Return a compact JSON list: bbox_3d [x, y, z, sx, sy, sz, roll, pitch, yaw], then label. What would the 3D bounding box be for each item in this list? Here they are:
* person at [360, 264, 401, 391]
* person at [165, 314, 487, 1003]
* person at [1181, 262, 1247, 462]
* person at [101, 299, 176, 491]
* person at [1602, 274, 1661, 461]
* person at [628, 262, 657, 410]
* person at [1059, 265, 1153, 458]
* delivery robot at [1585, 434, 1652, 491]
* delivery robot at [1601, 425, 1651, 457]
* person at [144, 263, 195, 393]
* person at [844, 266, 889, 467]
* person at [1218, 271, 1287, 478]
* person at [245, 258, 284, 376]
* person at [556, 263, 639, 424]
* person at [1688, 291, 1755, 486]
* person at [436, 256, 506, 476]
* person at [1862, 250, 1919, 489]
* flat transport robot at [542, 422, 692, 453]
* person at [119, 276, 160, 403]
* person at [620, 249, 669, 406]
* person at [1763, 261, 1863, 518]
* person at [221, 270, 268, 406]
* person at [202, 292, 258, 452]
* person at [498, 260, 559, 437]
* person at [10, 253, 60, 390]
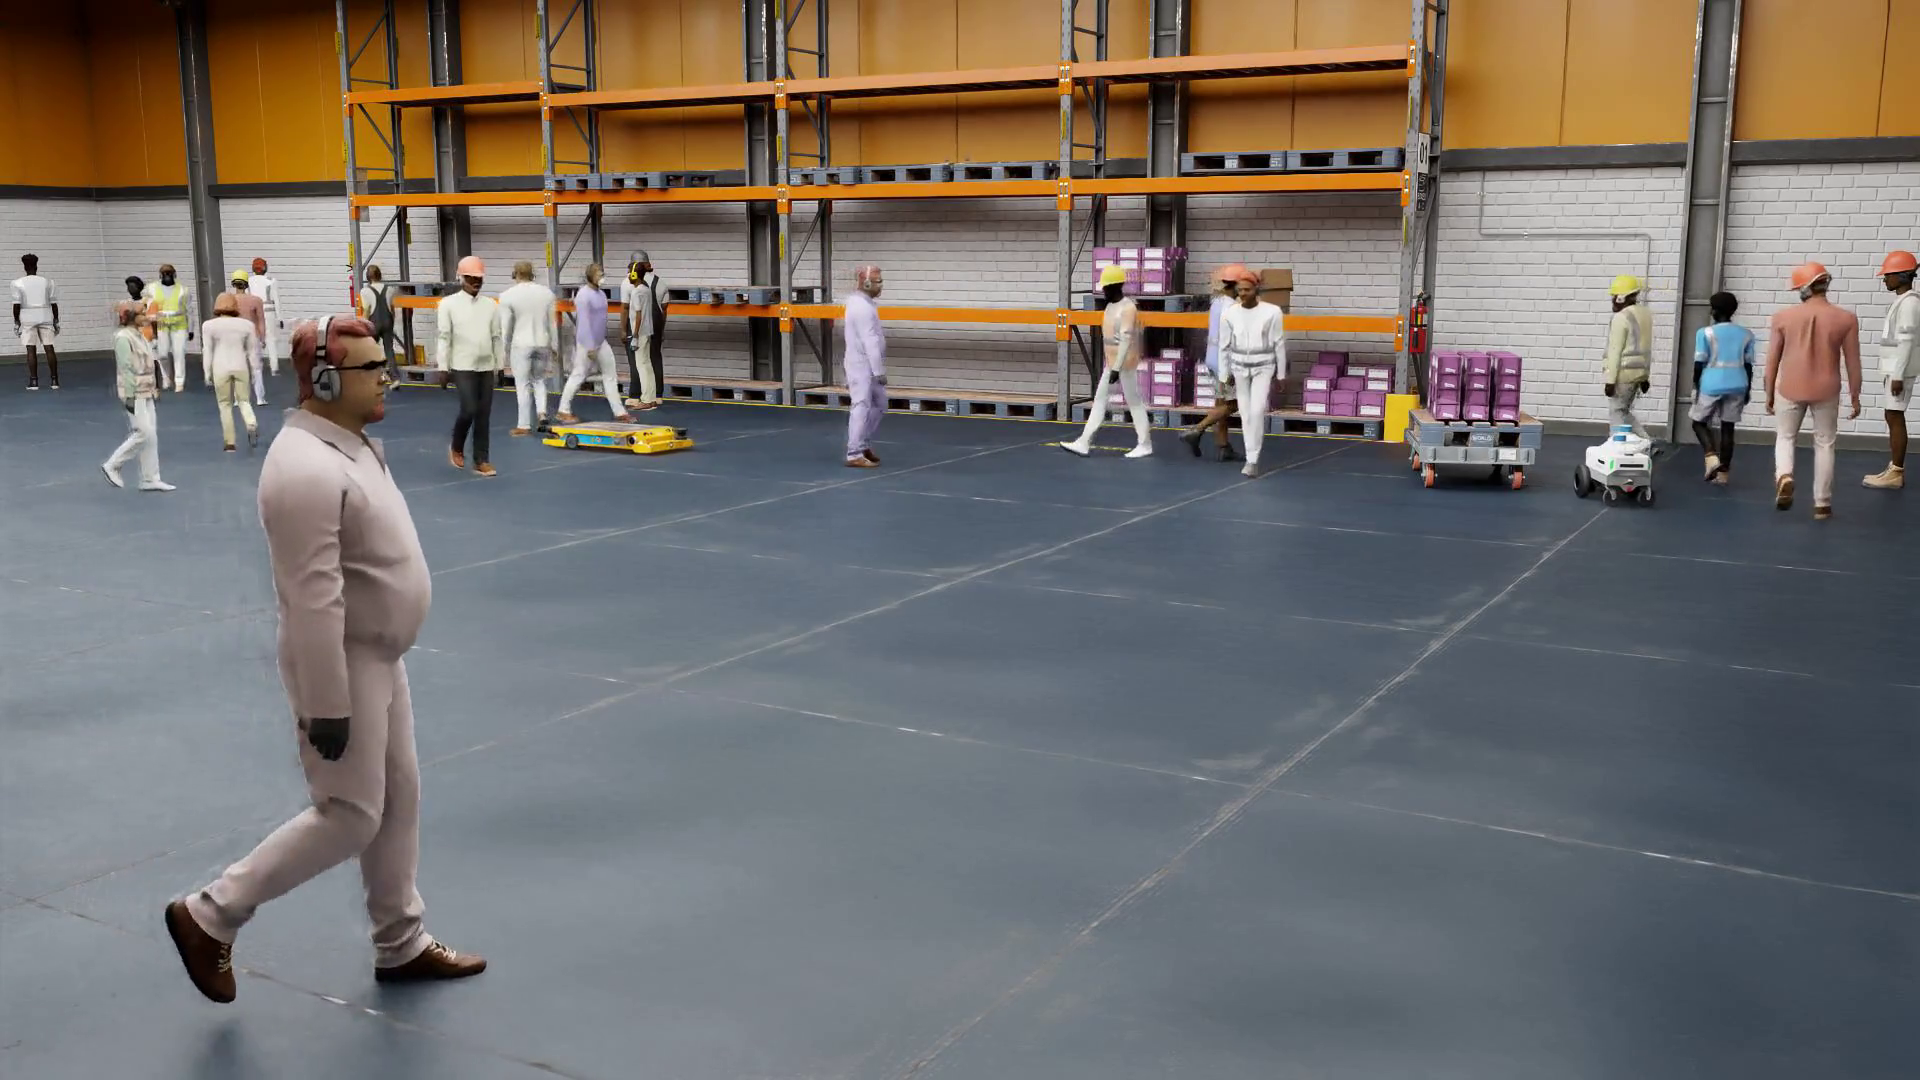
[{"bbox_3d":[-8.320,-3.038,23.843,0.520,1.817,0.823,-8,13,-38],"label":"person"},{"bbox_3d":[-1.737,0.342,4.483,0.721,1.893,0.642,-2,10,-11],"label":"person"},{"bbox_3d":[2.456,-1.676,15.828,0.636,1.918,0.555,-2,10,-12],"label":"person"},{"bbox_3d":[-6.919,-1.200,13.937,0.455,1.624,0.537,-1,10,-8],"label":"person"},{"bbox_3d":[6.080,-1.507,15.172,0.471,1.811,0.607,10,14,44],"label":"person"},{"bbox_3d":[-4.043,-2.572,21.048,0.309,1.868,0.535,2,10,10],"label":"person"},{"bbox_3d":[1.477,-1.714,16.155,0.973,1.872,0.604,-4,11,-19],"label":"person"},{"bbox_3d":[5.310,-0.615,13.419,0.477,0.478,0.707,1,10,5],"label":"delivery robot"},{"bbox_3d":[5.624,-0.732,14.078,0.477,0.478,0.707,6,11,29],"label":"delivery robot"},{"bbox_3d":[-11.178,-2.995,23.550,0.652,1.830,0.438,-4,11,-22],"label":"person"},{"bbox_3d":[-0.871,-1.608,15.557,0.477,1.886,0.657,0,10,-2],"label":"person"},{"bbox_3d":[2.602,-1.478,14.956,0.591,1.825,0.885,5,11,27],"label":"person"},{"bbox_3d":[-11.106,-3.546,26.538,0.612,1.885,0.378,-1,10,-4],"label":"person"},{"bbox_3d":[-4.294,-2.278,19.358,1.026,1.887,0.648,3,10,16],"label":"person"},{"bbox_3d":[6.573,-1.293,14.332,0.544,1.679,0.409,0,10,0],"label":"person"},{"bbox_3d":[-4.390,-1.559,14.981,0.469,1.980,0.641,9,13,41],"label":"person"},{"bbox_3d":[8.016,-1.455,14.276,0.409,2.032,0.609,4,11,23],"label":"person"},{"bbox_3d":[-3.512,-1.061,17.009,1.431,0.197,0.652,6,11,29],"label":"flat transport robot"},{"bbox_3d":[-10.843,-2.633,21.957,0.546,1.671,0.688,0,10,-2],"label":"person"},{"bbox_3d":[-4.173,-2.785,21.766,0.683,2.000,0.535,-9,14,-43],"label":"person"},{"bbox_3d":[6.433,-1.114,12.557,0.693,1.959,0.621,6,12,31],"label":"person"},{"bbox_3d":[-9.258,-2.604,21.520,0.525,1.769,0.316,-4,11,-20],"label":"person"},{"bbox_3d":[-7.295,-1.675,16.682,0.504,1.615,0.506,-8,13,-38],"label":"person"},{"bbox_3d":[-4.703,-2.074,18.079,0.671,1.924,0.416,-10,14,-44],"label":"person"},{"bbox_3d":[-13.392,-3.161,24.108,0.614,1.962,0.362,-9,13,-41],"label":"person"}]
